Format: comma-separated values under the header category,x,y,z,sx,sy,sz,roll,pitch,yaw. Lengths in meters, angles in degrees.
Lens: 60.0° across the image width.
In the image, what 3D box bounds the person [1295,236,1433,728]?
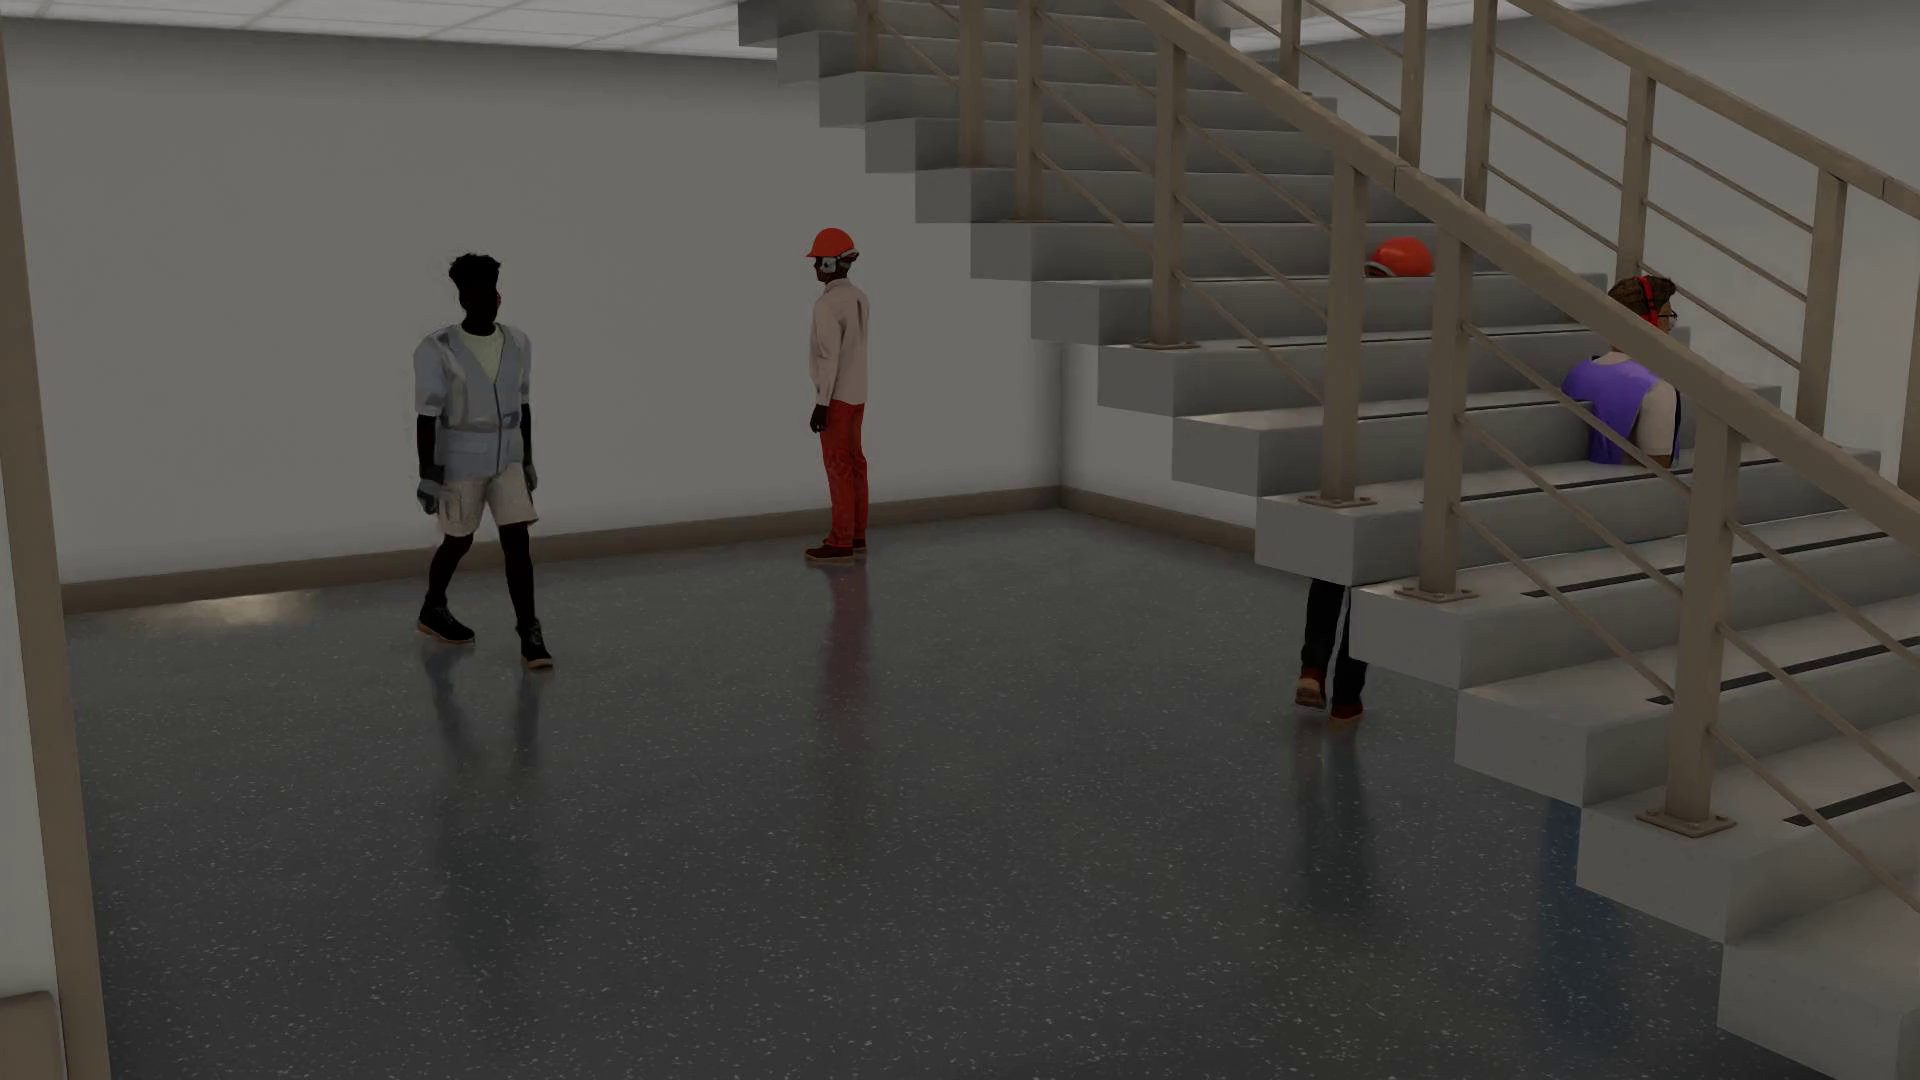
category,x,y,z,sx,sy,sz,roll,pitch,yaw
person,1.626,-0.215,6.659,0.648,1.969,0.426,6,12,28

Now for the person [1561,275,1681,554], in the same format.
category,x,y,z,sx,sy,sz,roll,pitch,yaw
person,2.287,0.005,5.828,0.389,1.847,0.563,-3,11,-14

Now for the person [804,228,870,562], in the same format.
category,x,y,z,sx,sy,sz,roll,pitch,yaw
person,-0.738,-0.864,10.004,0.382,1.995,0.612,3,11,16

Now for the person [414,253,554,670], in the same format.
category,x,y,z,sx,sy,sz,roll,pitch,yaw
person,-2.250,-0.381,7.741,0.674,1.905,0.987,-10,15,-43
